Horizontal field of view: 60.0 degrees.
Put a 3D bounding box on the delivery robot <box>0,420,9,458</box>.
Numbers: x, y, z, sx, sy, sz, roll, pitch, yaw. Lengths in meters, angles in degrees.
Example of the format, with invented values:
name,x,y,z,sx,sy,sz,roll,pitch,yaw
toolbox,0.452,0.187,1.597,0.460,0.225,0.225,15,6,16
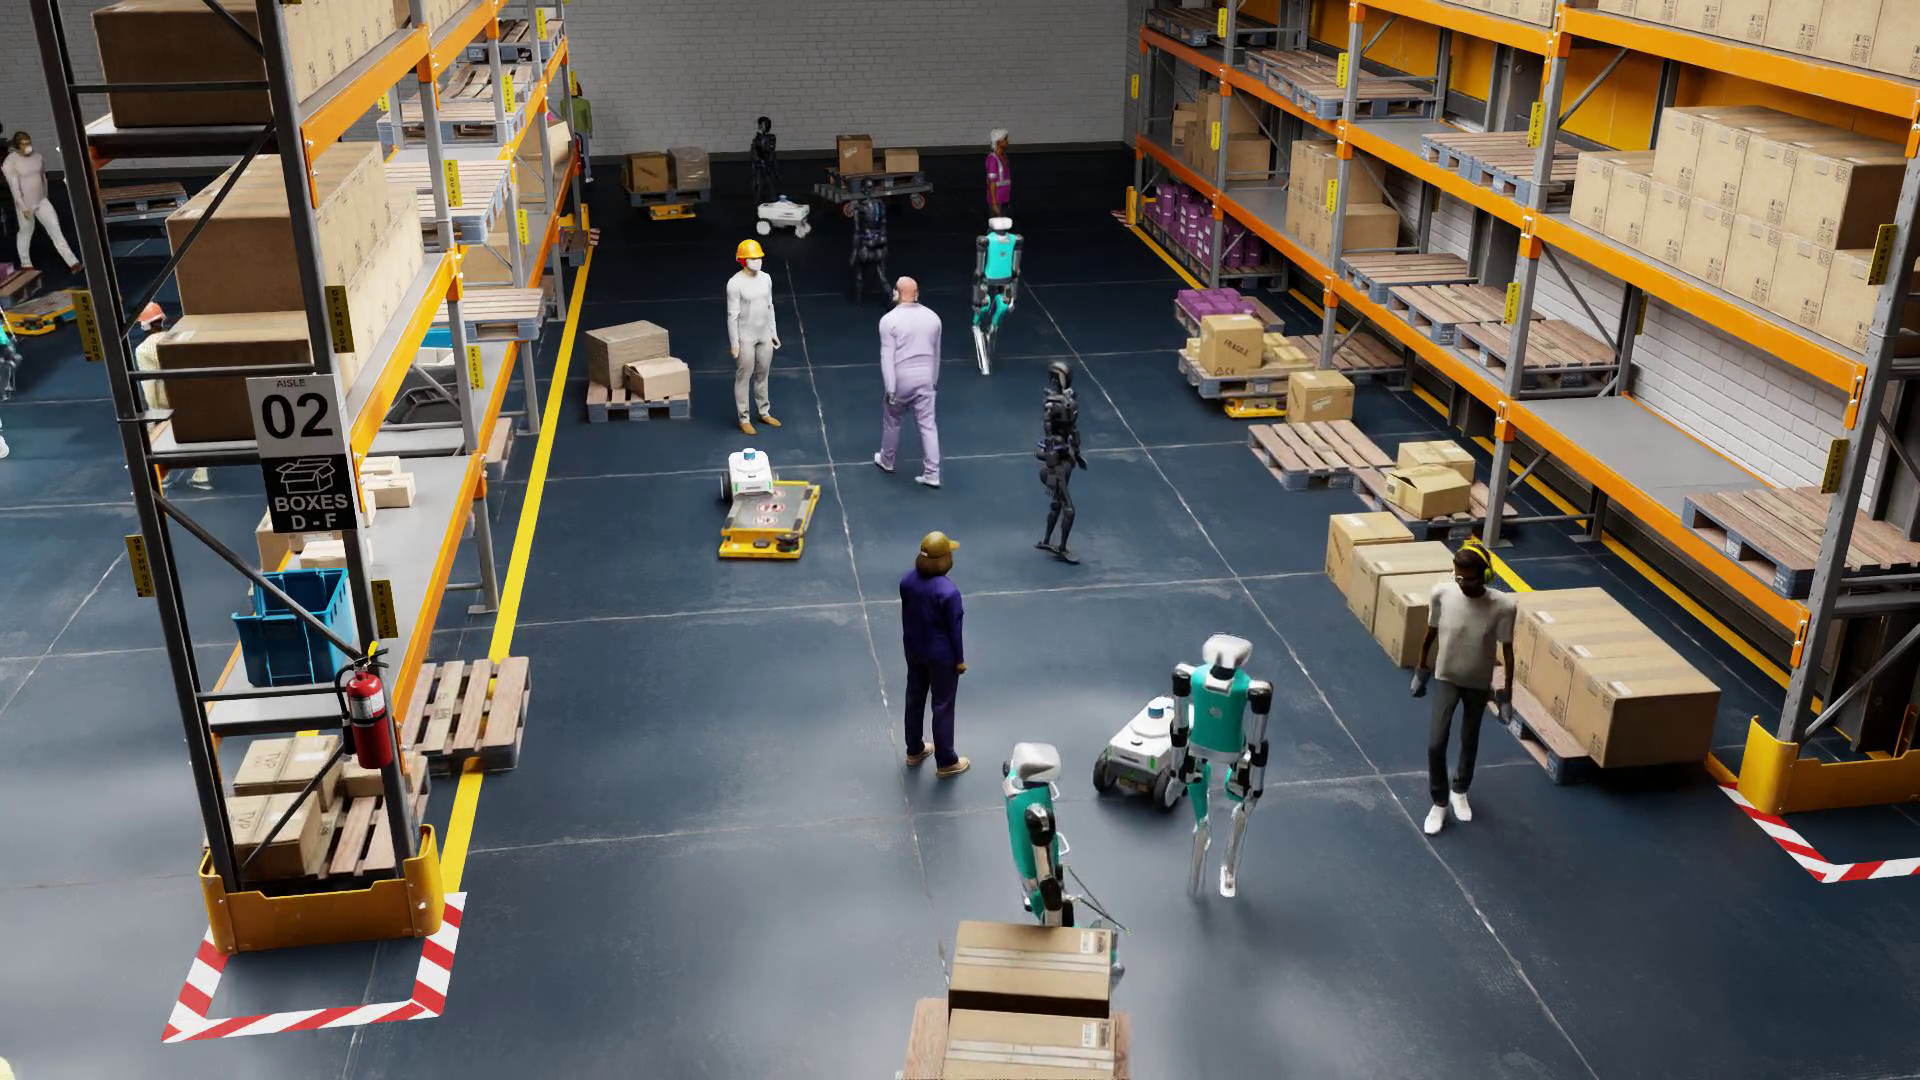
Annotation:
name,x,y,z,sx,sy,sz,roll,pitch,yaw
delivery robot,-9.390,-0.993,15.578,0.782,0.589,0.499,-16,28,-32

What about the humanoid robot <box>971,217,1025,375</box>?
name,x,y,z,sx,sy,sz,roll,pitch,yaw
humanoid robot,0.296,-2.584,17.867,0.563,1.888,0.801,-10,25,-21

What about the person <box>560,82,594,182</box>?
name,x,y,z,sx,sy,sz,roll,pitch,yaw
person,-6.244,-6.662,27.170,0.499,1.627,0.278,-1,24,-3

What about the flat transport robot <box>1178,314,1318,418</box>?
name,x,y,z,sx,sy,sz,roll,pitch,yaw
flat transport robot,2.942,-1.585,17.289,0.659,0.231,1.431,-3,24,-7

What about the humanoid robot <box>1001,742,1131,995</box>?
name,x,y,z,sx,sy,sz,roll,pitch,yaw
humanoid robot,0.541,1.728,7.914,0.723,1.775,0.536,-5,24,-12

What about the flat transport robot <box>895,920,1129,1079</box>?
name,x,y,z,sx,sy,sz,roll,pitch,yaw
flat transport robot,0.241,2.731,7.455,1.431,0.231,0.659,2,24,5

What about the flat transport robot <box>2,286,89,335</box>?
name,x,y,z,sx,sy,sz,roll,pitch,yaw
flat transport robot,-10.851,-2.742,19.926,0.659,0.231,1.431,5,24,11

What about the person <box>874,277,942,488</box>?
name,x,y,z,sx,sy,sz,roll,pitch,yaw
person,-0.471,-1.428,14.988,0.672,1.833,0.956,-13,27,-27

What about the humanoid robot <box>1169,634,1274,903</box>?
name,x,y,z,sx,sy,sz,roll,pitch,yaw
humanoid robot,1.454,1.242,9.092,0.544,1.821,0.801,10,26,21

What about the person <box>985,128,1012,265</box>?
name,x,y,z,sx,sy,sz,roll,pitch,yaw
person,0.522,-4.503,21.977,0.341,1.845,0.509,8,25,18

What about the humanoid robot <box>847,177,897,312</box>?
name,x,y,z,sx,sy,sz,roll,pitch,yaw
humanoid robot,-1.049,-3.544,20.067,0.772,1.634,0.612,19,30,36

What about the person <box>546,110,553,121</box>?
name,x,y,z,sx,sy,sz,roll,pitch,yaw
person,-6.394,-5.809,24.958,0.632,1.839,0.429,-2,24,-5

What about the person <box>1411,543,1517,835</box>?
name,x,y,z,sx,sy,sz,roll,pitch,yaw
person,2.949,0.873,9.731,0.582,1.836,0.664,8,25,18

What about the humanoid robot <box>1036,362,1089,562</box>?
name,x,y,z,sx,sy,sz,roll,pitch,yaw
humanoid robot,0.841,-0.641,13.391,0.515,1.649,0.585,11,26,24

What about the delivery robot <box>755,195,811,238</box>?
name,x,y,z,sx,sy,sz,roll,pitch,yaw
delivery robot,-2.556,-4.640,23.916,0.815,0.612,0.499,4,24,10

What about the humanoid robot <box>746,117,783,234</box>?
name,x,y,z,sx,sy,sz,roll,pitch,yaw
humanoid robot,-2.837,-5.257,23.905,0.464,1.642,0.616,15,28,30

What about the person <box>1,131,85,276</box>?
name,x,y,z,sx,sy,sz,roll,pitch,yaw
person,-11.947,-4.330,21.533,1.026,1.883,0.639,9,25,20

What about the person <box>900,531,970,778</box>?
name,x,y,z,sx,sy,sz,roll,pitch,yaw
person,-0.151,0.696,10.402,0.467,1.621,0.354,19,30,37

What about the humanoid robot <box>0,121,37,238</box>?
name,x,y,z,sx,sy,sz,roll,pitch,yaw
humanoid robot,-13.674,-5.174,23.772,0.598,1.642,0.615,-8,25,-17

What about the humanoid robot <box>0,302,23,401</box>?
name,x,y,z,sx,sy,sz,roll,pitch,yaw
humanoid robot,-9.925,-2.260,17.063,0.755,1.826,0.530,10,26,22

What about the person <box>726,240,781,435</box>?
name,x,y,z,sx,sy,sz,roll,pitch,yaw
person,-2.013,-1.983,16.173,0.353,1.898,0.562,22,32,40

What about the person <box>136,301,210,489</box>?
name,x,y,z,sx,sy,sz,roll,pitch,yaw
person,-7.107,-1.284,14.782,0.709,1.725,0.581,9,25,20

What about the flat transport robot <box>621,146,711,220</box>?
name,x,y,z,sx,sy,sz,roll,pitch,yaw
flat transport robot,-4.475,-5.112,25.325,0.659,0.231,1.431,-8,25,-17

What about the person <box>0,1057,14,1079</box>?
name,x,y,z,sx,sy,sz,roll,pitch,yaw
person,-3.533,2.471,6.086,0.734,1.864,0.487,12,26,25

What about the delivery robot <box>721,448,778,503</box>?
name,x,y,z,sx,sy,sz,roll,pitch,yaw
delivery robot,-1.821,-0.506,14.476,0.499,0.595,0.792,-4,24,-10

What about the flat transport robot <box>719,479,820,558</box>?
name,x,y,z,sx,sy,sz,roll,pitch,yaw
flat transport robot,-1.603,-0.206,14.148,0.659,0.231,1.431,1,24,2

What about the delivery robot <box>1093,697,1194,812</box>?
name,x,y,z,sx,sy,sz,roll,pitch,yaw
delivery robot,1.209,1.276,10.375,0.499,0.563,0.738,14,27,29
